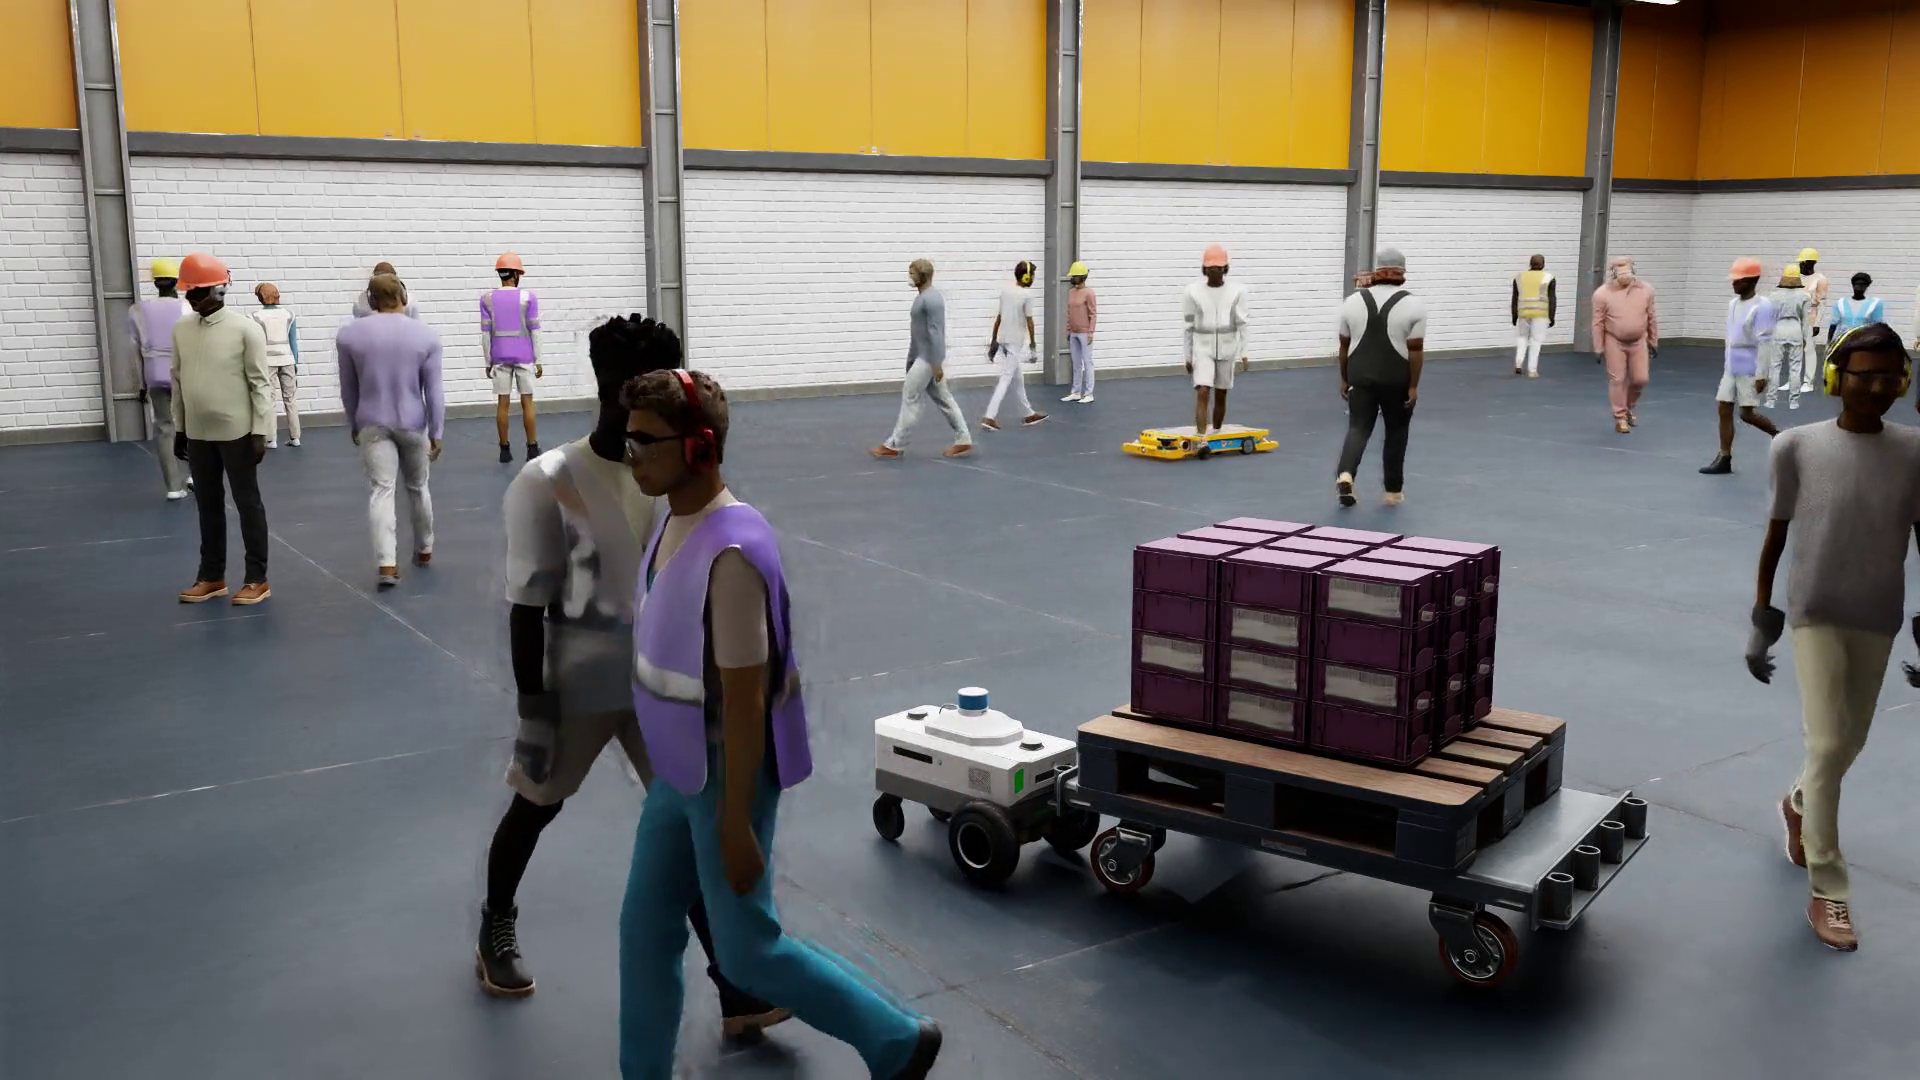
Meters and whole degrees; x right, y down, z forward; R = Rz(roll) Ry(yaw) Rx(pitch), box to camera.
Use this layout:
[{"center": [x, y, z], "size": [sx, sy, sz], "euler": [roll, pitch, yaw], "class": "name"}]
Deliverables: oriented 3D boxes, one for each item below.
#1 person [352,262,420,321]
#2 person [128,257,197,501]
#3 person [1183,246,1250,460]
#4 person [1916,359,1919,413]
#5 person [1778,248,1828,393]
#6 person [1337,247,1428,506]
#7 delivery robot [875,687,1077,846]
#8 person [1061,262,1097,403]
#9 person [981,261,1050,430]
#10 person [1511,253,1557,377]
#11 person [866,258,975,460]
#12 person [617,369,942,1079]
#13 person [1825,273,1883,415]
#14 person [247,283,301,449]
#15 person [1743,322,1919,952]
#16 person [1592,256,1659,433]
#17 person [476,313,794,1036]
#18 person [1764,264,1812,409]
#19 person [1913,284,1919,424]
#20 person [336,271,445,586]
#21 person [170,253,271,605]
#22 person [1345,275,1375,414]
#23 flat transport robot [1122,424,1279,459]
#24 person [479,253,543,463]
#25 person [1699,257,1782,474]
[{"center": [-5.467, -1.740, 15.971], "size": [0.625, 1.841, 0.429], "euler": [-3, 11, -15], "class": "person"}, {"center": [-6.244, -1.271, 13.197], "size": [0.584, 1.909, 0.507], "euler": [-2, 11, -10], "class": "person"}, {"center": [2.394, -1.737, 15.559], "size": [0.616, 1.983, 1.063], "euler": [1, 10, 4], "class": "person"}, {"center": [7.549, -1.129, 12.514], "size": [0.599, 1.889, 0.801], "euler": [9, 14, 41], "class": "person"}, {"center": [11.318, -2.940, 22.302], "size": [0.369, 1.927, 0.588], "euler": [-3, 11, -17], "class": "person"}, {"center": [3.207, -1.256, 12.759], "size": [0.694, 2.000, 0.842], "euler": [6, 12, 31], "class": "person"}, {"center": [0.042, 0.742, 5.623], "size": [0.707, 0.478, 0.477], "euler": [9, 14, 42], "class": "delivery robot"}, {"center": [1.506, -2.598, 20.878], "size": [0.329, 1.765, 0.526], "euler": [-6, 12, -31], "class": "person"}, {"center": [0.568, -2.099, 18.036], "size": [1.006, 1.814, 0.566], "euler": [-7, 13, -35], "class": "person"}, {"center": [8.535, -3.333, 24.732], "size": [0.623, 1.829, 0.446], "euler": [8, 13, 38], "class": "person"}, {"center": [-0.332, -1.686, 15.559], "size": [1.040, 1.885, 0.653], "euler": [-1, 10, -6], "class": "person"}, {"center": [-0.496, 0.518, 3.680], "size": [0.849, 1.815, 0.576], "euler": [-4, 11, -22], "class": "person"}, {"center": [10.245, -2.234, 19.129], "size": [0.552, 1.654, 0.831], "euler": [9, 14, 41], "class": "person"}, {"center": [-6.754, -1.711, 16.385], "size": [0.508, 1.629, 0.314], "euler": [-10, 14, -44], "class": "person"}, {"center": [2.737, 0.238, 5.155], "size": [0.542, 1.837, 0.918], "euler": [2, 11, 12], "class": "person"}, {"center": [7.083, -2.073, 17.704], "size": [0.725, 1.870, 0.458], "euler": [1, 10, 4], "class": "person"}, {"center": [-0.915, 0.356, 4.369], "size": [1.133, 1.887, 0.631], "euler": [9, 14, 41], "class": "person"}, {"center": [10.038, -2.464, 20.199], "size": [0.484, 1.744, 0.295], "euler": [4, 11, 21], "class": "person"}, {"center": [10.873, -2.226, 18.365], "size": [0.629, 1.937, 0.379], "euler": [8, 13, 39], "class": "person"}, {"center": [-3.437, -0.684, 10.109], "size": [0.616, 1.883, 1.018], "euler": [-3, 11, -18], "class": "person"}, {"center": [-4.199, -0.619, 9.413], "size": [0.608, 1.987, 0.391], "euler": [3, 11, 14], "class": "person"}, {"center": [4.708, -2.258, 19.383], "size": [0.311, 1.633, 0.519], "euler": [-4, 11, -20], "class": "person"}, {"center": [2.319, -0.960, 15.988], "size": [1.431, 0.197, 0.652], "euler": [-7, 12, -33], "class": "flat transport robot"}, {"center": [-4.124, -1.674, 15.356], "size": [0.542, 1.930, 0.374], "euler": [0, 10, -2], "class": "person"}, {"center": [6.917, -1.508, 14.509], "size": [0.725, 1.914, 0.549], "euler": [-2, 11, -10], "class": "person"}]
